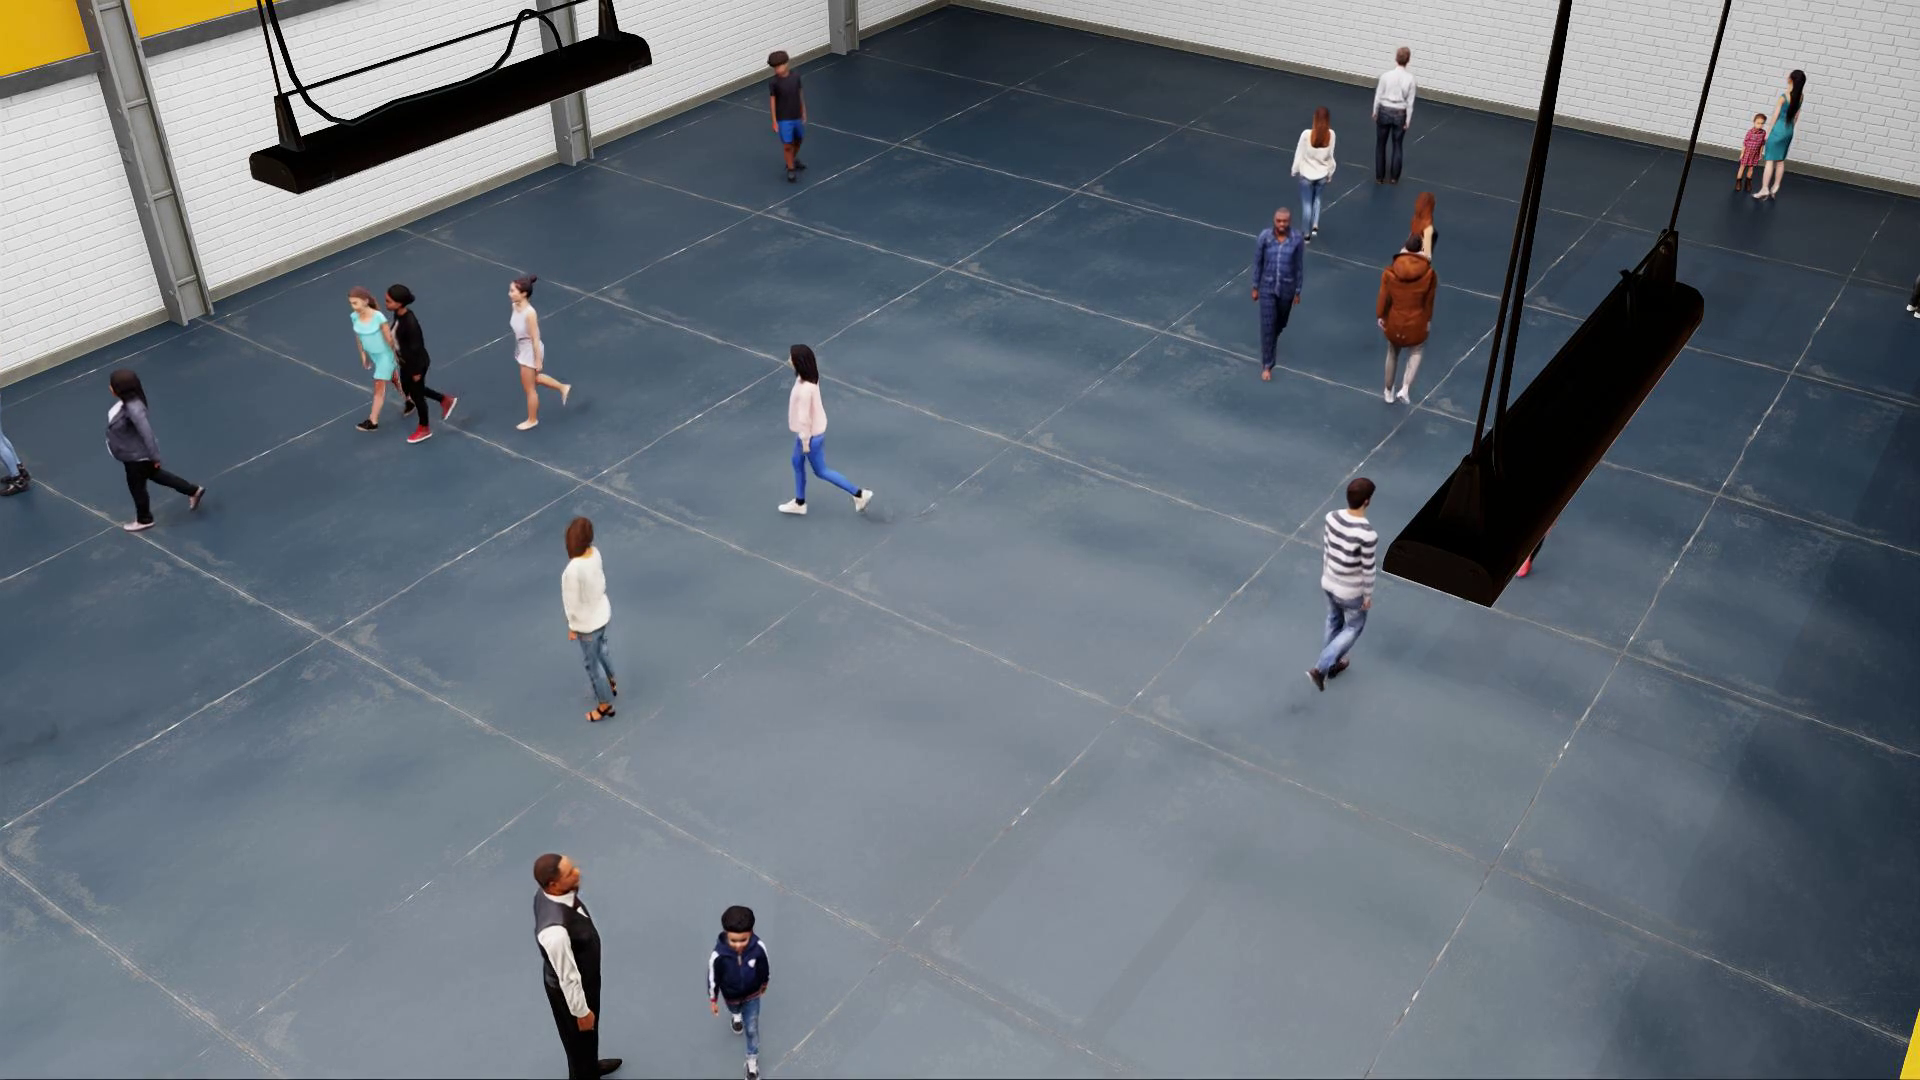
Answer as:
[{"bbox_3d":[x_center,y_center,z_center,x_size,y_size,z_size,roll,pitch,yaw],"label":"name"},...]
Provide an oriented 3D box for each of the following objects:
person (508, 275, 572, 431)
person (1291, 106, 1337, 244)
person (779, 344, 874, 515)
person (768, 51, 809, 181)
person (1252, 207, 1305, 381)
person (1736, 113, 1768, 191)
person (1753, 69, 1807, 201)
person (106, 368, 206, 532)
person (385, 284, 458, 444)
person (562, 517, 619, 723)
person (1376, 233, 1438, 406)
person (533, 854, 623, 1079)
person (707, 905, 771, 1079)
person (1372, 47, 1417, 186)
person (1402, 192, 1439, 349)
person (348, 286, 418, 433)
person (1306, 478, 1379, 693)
[{"bbox_3d":[-4.208,-1.886,16.514,0.964,1.590,0.764,-21,39,-28],"label":"person"},{"bbox_3d":[4.325,-4.402,20.220,0.731,1.678,0.784,-4,34,-6],"label":"person"},{"bbox_3d":[-1.248,-0.943,14.962,1.086,1.737,1.156,2,34,2],"label":"person"},{"bbox_3d":[-2.259,-5.621,21.978,0.920,1.762,0.984,-24,40,-31],"label":"person"},{"bbox_3d":[3.338,-2.651,17.484,0.997,1.790,1.208,4,34,6],"label":"person"},{"bbox_3d":[10.434,-5.120,21.894,0.490,1.021,0.525,4,34,7],"label":"person"},{"bbox_3d":[10.593,-5.228,21.456,0.591,1.685,0.687,-13,36,-18],"label":"person"},{"bbox_3d":[-7.289,-0.833,14.946,1.105,1.573,0.975,-13,36,-19],"label":"person"},{"bbox_3d":[-5.272,-1.756,16.257,0.895,1.659,0.717,-25,41,-32],"label":"person"},{"bbox_3d":[-2.794,0.594,12.730,0.812,1.648,0.662,-3,34,-5],"label":"person"},{"bbox_3d":[4.474,-2.153,16.703,0.829,1.824,0.895,11,35,17],"label":"person"},{"bbox_3d":[-2.234,2.534,9.568,0.809,1.919,0.776,-9,35,-13],"label":"person"},{"bbox_3d":[-1.336,2.645,10.042,0.834,1.208,0.904,-4,34,-6],"label":"person"},{"bbox_3d":[5.655,-5.549,21.826,0.775,1.809,0.798,8,35,13],"label":"person"},{"bbox_3d":[4.914,-2.933,17.965,0.707,1.726,0.651,-6,34,-9],"label":"person"},{"bbox_3d":[-5.689,-1.852,16.542,0.653,1.502,1.083,12,35,17],"label":"person"},{"bbox_3d":[2.914,0.388,12.877,0.990,1.829,0.822,-21,39,-29],"label":"person"}]
